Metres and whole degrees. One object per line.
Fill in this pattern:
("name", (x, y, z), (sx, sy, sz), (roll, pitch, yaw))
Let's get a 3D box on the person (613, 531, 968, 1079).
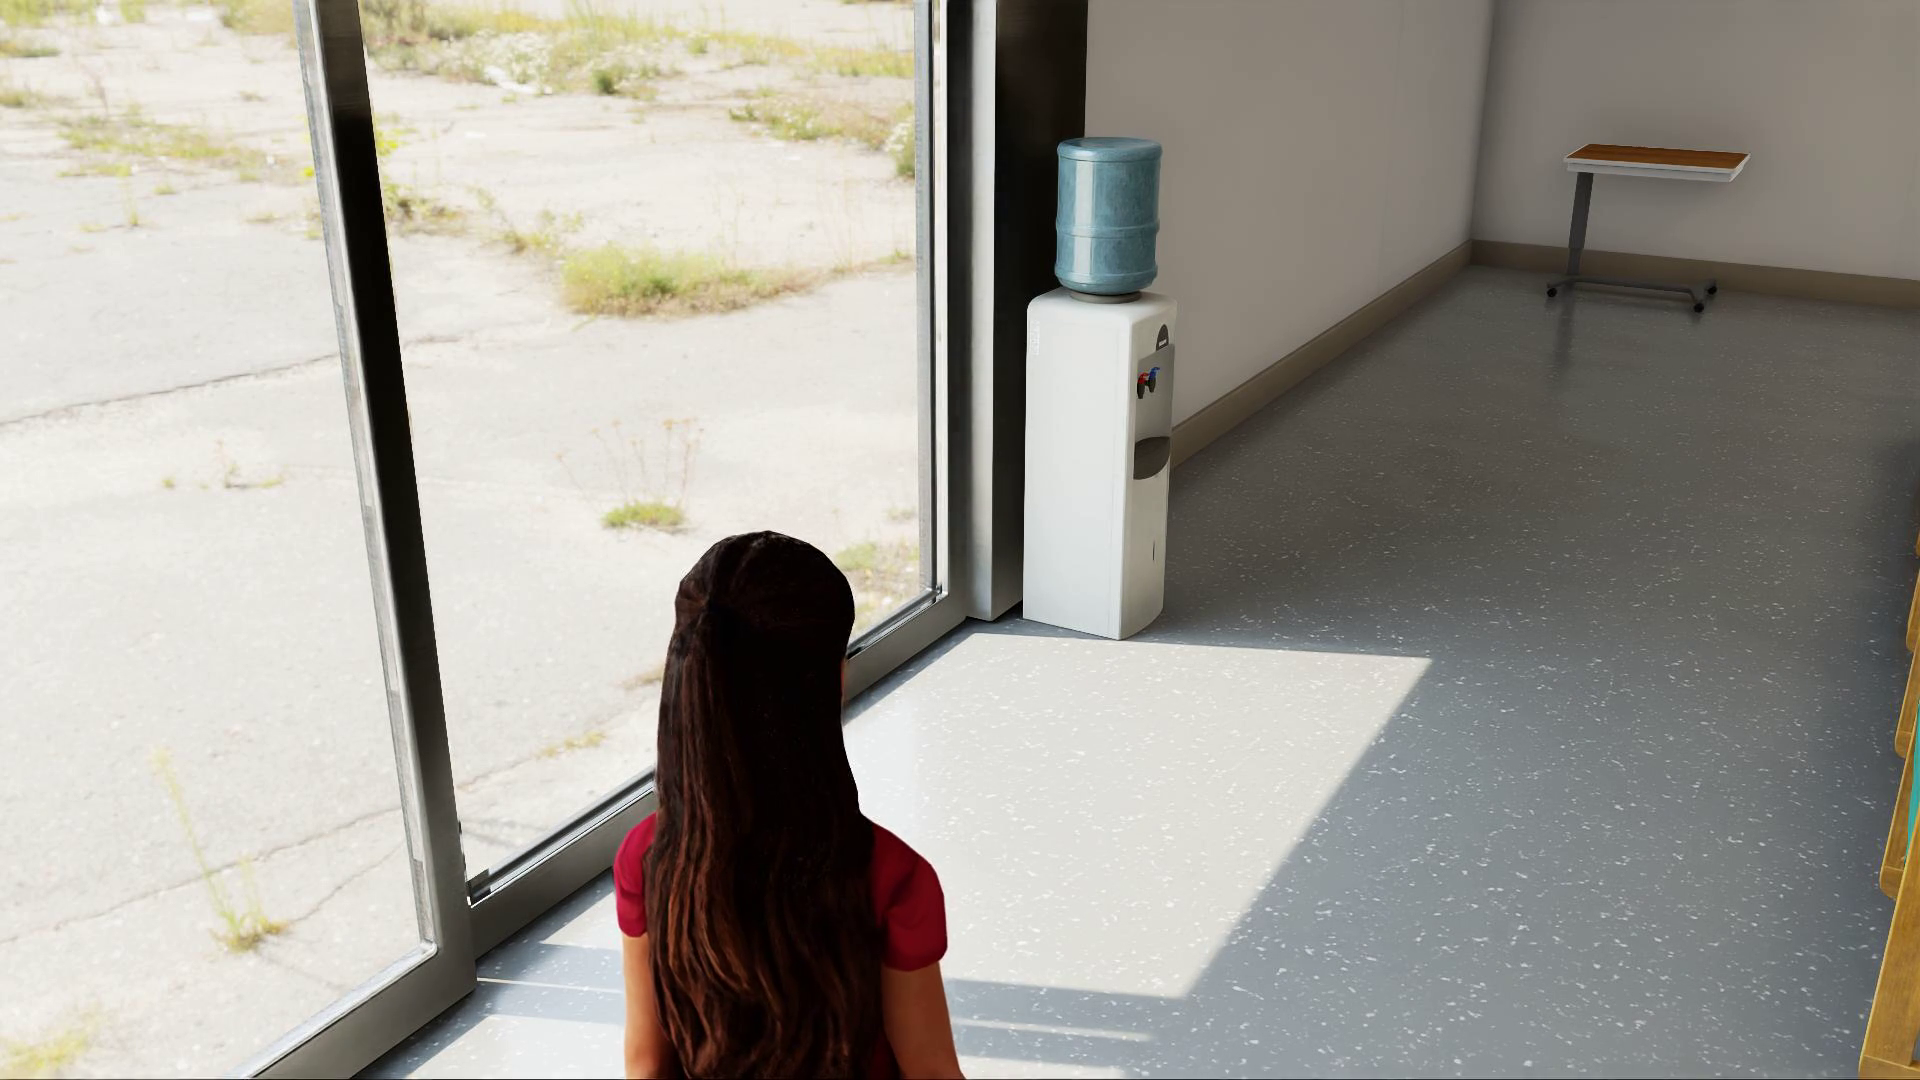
("person", (-0.183, 0.735, 1.844), (0.626, 1.556, 0.686), (4, 21, 11))
